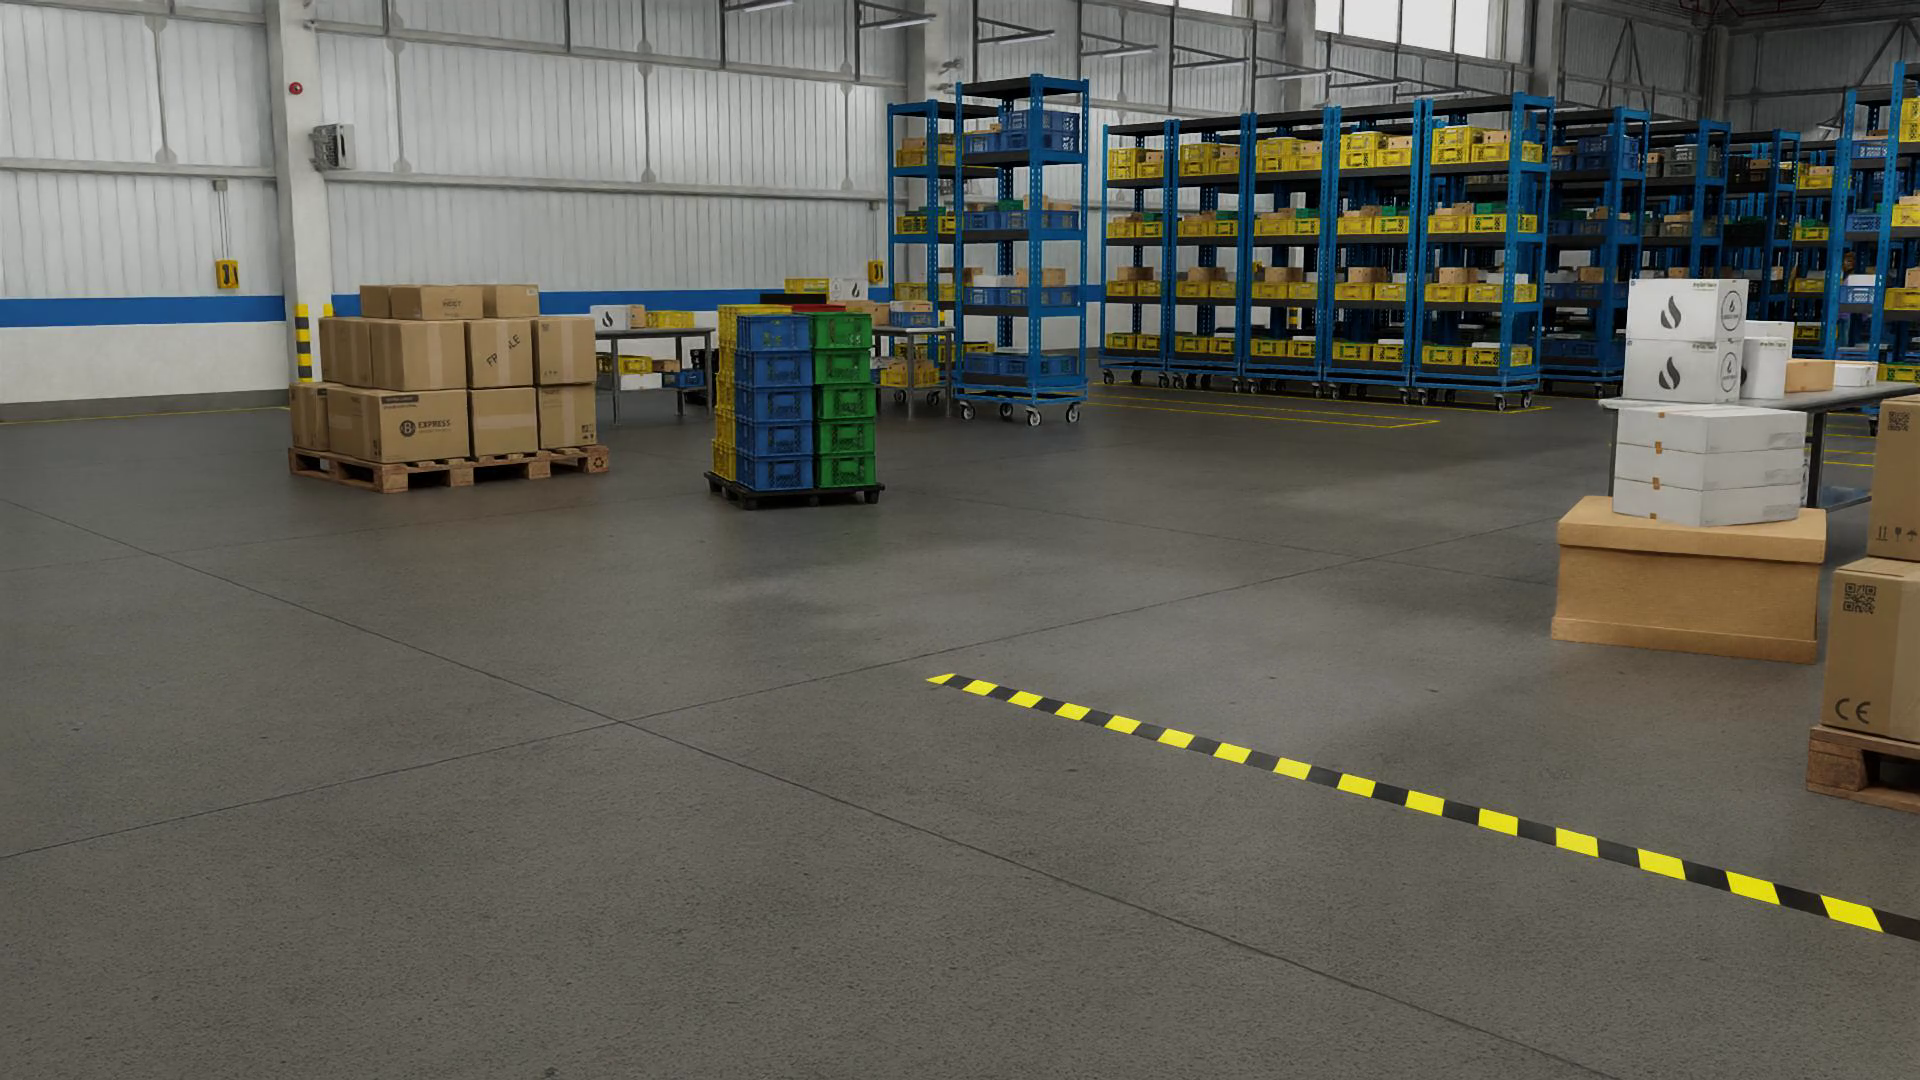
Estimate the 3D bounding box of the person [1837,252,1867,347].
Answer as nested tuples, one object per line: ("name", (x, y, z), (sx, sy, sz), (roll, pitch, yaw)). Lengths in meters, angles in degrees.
("person", (12.000, -2.948, 22.429), (0.380, 1.849, 0.570), (2, 10, 11))
